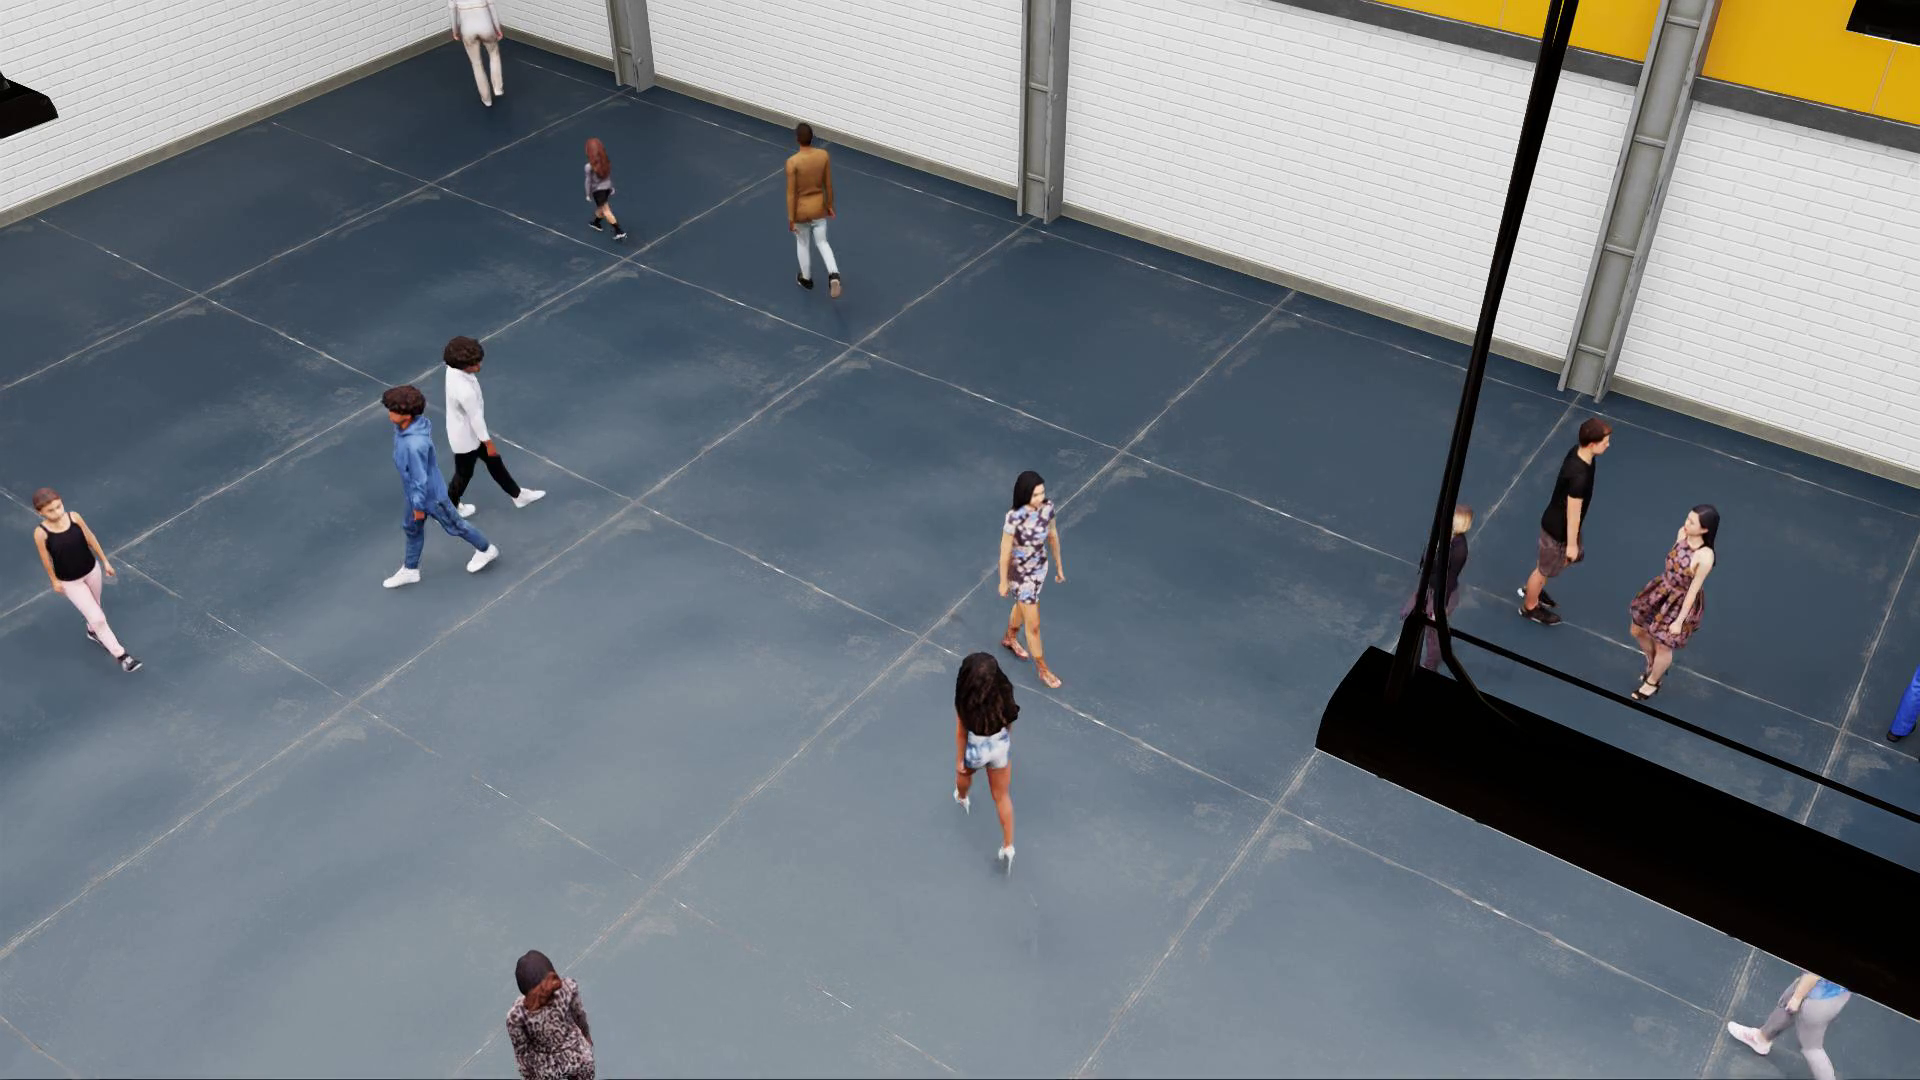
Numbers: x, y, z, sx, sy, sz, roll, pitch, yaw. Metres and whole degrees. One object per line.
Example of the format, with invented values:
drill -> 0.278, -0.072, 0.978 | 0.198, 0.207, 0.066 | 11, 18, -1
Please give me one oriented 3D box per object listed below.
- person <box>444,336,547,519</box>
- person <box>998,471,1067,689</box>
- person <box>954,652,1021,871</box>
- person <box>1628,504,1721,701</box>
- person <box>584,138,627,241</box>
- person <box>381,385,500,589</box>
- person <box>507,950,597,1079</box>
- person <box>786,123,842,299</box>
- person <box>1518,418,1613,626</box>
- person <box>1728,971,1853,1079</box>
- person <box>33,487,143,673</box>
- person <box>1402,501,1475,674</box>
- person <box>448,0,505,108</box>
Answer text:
person -> -4.018, -0.860, 13.334 | 1.147, 1.751, 1.144 | -16, 41, -19
person -> 0.435, 0.194, 12.048 | 0.760, 1.711, 0.998 | -29, 47, -31
person -> 0.194, 1.420, 10.612 | 0.939, 1.586, 1.108 | -14, 41, -16
person -> 5.078, 0.460, 11.671 | 0.869, 1.765, 0.808 | -8, 39, -10
person -> -3.718, -3.650, 17.364 | 0.794, 1.083, 0.481 | 22, 44, 25
person -> -4.013, -0.417, 12.757 | 1.083, 1.780, 1.196 | -18, 42, -21
person -> -2.094, 2.787, 8.805 | 0.768, 1.705, 0.987 | -23, 44, -26
person -> -1.426, -3.165, 16.181 | 0.914, 1.800, 1.118 | -20, 43, -23
person -> 4.398, -0.150, 12.365 | 0.678, 1.852, 0.728 | 16, 41, 19
person -> 4.831, 2.561, 9.191 | 0.833, 1.576, 1.130 | -22, 44, -25
person -> -6.457, 0.242, 12.139 | 0.983, 1.521, 0.530 | 23, 44, 26
person -> 3.482, 0.408, 11.818 | 0.781, 1.662, 0.728 | -2, 39, -3
person -> -5.719, -6.033, 19.736 | 0.845, 1.846, 0.874 | -11, 40, -14
